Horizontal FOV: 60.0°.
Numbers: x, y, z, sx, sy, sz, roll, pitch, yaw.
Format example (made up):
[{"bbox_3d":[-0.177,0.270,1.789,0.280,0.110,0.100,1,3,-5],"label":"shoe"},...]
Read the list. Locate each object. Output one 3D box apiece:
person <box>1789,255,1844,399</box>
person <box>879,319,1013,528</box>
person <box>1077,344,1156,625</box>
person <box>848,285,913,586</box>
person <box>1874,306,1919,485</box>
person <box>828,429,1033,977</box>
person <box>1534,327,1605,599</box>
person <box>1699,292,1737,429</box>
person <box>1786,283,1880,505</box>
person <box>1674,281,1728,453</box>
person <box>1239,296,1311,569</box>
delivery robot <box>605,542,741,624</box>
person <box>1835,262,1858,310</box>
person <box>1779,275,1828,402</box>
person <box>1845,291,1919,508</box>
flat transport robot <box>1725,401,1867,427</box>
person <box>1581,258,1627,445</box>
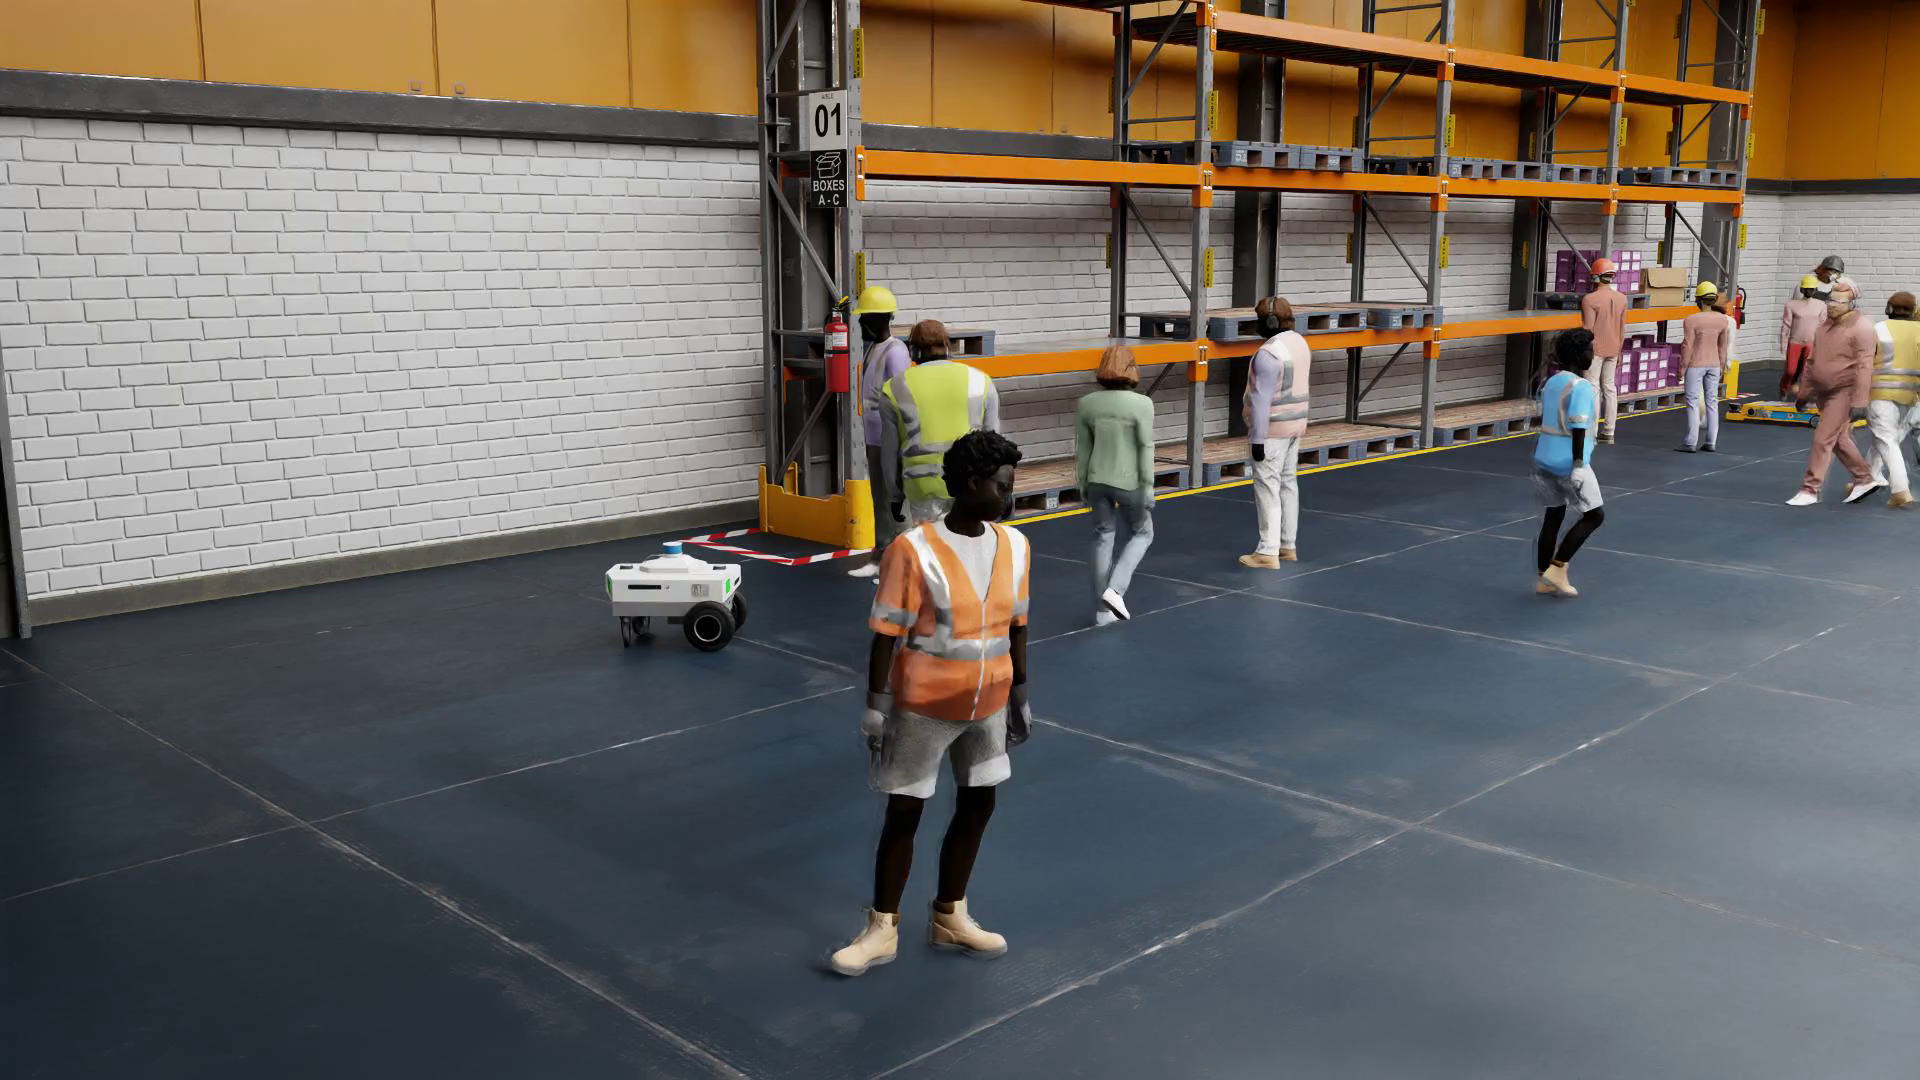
[{"bbox_3d":[11.786,-2.966,22.916,0.683,2.000,0.907,1,10,7],"label":"person"},{"bbox_3d":[-0.093,-0.260,8.819,0.685,1.804,0.729,-2,11,-10],"label":"person"},{"bbox_3d":[0.907,-0.312,9.570,0.518,1.618,0.353,8,13,36],"label":"person"},{"bbox_3d":[-0.504,-0.668,10.702,0.387,1.924,0.593,-4,11,-20],"label":"person"},{"bbox_3d":[8.594,-1.329,14.965,0.966,1.680,0.481,-2,11,-12],"label":"person"},{"bbox_3d":[-0.075,0.504,5.027,0.685,1.672,0.323,-6,12,-31],"label":"person"},{"bbox_3d":[3.739,-0.463,10.217,0.369,1.683,0.560,-1,10,-5],"label":"person"},{"bbox_3d":[8.730,-2.091,19.389,0.556,1.594,0.755,3,11,15],"label":"person"},{"bbox_3d":[7.332,-1.192,13.765,0.792,1.861,0.762,-1,10,-7],"label":"person"},{"bbox_3d":[7.659,-1.780,17.202,0.533,1.767,0.321,-3,11,-14],"label":"person"},{"bbox_3d":[2.127,-0.727,11.281,0.428,1.838,0.631,7,13,35],"label":"person"},{"bbox_3d":[-1.579,0.255,9.155,0.707,0.478,0.477,0,10,2],"label":"delivery robot"},{"bbox_3d":[12.372,-3.050,23.668,0.370,1.936,0.627,-10,14,-43],"label":"person"},{"bbox_3d":[10.864,-2.550,21.473,0.531,1.744,0.638,3,11,15],"label":"person"},{"bbox_3d":[7.771,-1.177,13.876,0.646,1.786,0.983,-1,10,-5],"label":"person"},{"bbox_3d":[9.965,-1.504,19.772,0.652,0.197,1.431,-10,14,-44],"label":"flat transport robot"},{"bbox_3d":[6.851,-2.013,17.847,0.622,1.992,0.396,-5,11,-25],"label":"person"}]
